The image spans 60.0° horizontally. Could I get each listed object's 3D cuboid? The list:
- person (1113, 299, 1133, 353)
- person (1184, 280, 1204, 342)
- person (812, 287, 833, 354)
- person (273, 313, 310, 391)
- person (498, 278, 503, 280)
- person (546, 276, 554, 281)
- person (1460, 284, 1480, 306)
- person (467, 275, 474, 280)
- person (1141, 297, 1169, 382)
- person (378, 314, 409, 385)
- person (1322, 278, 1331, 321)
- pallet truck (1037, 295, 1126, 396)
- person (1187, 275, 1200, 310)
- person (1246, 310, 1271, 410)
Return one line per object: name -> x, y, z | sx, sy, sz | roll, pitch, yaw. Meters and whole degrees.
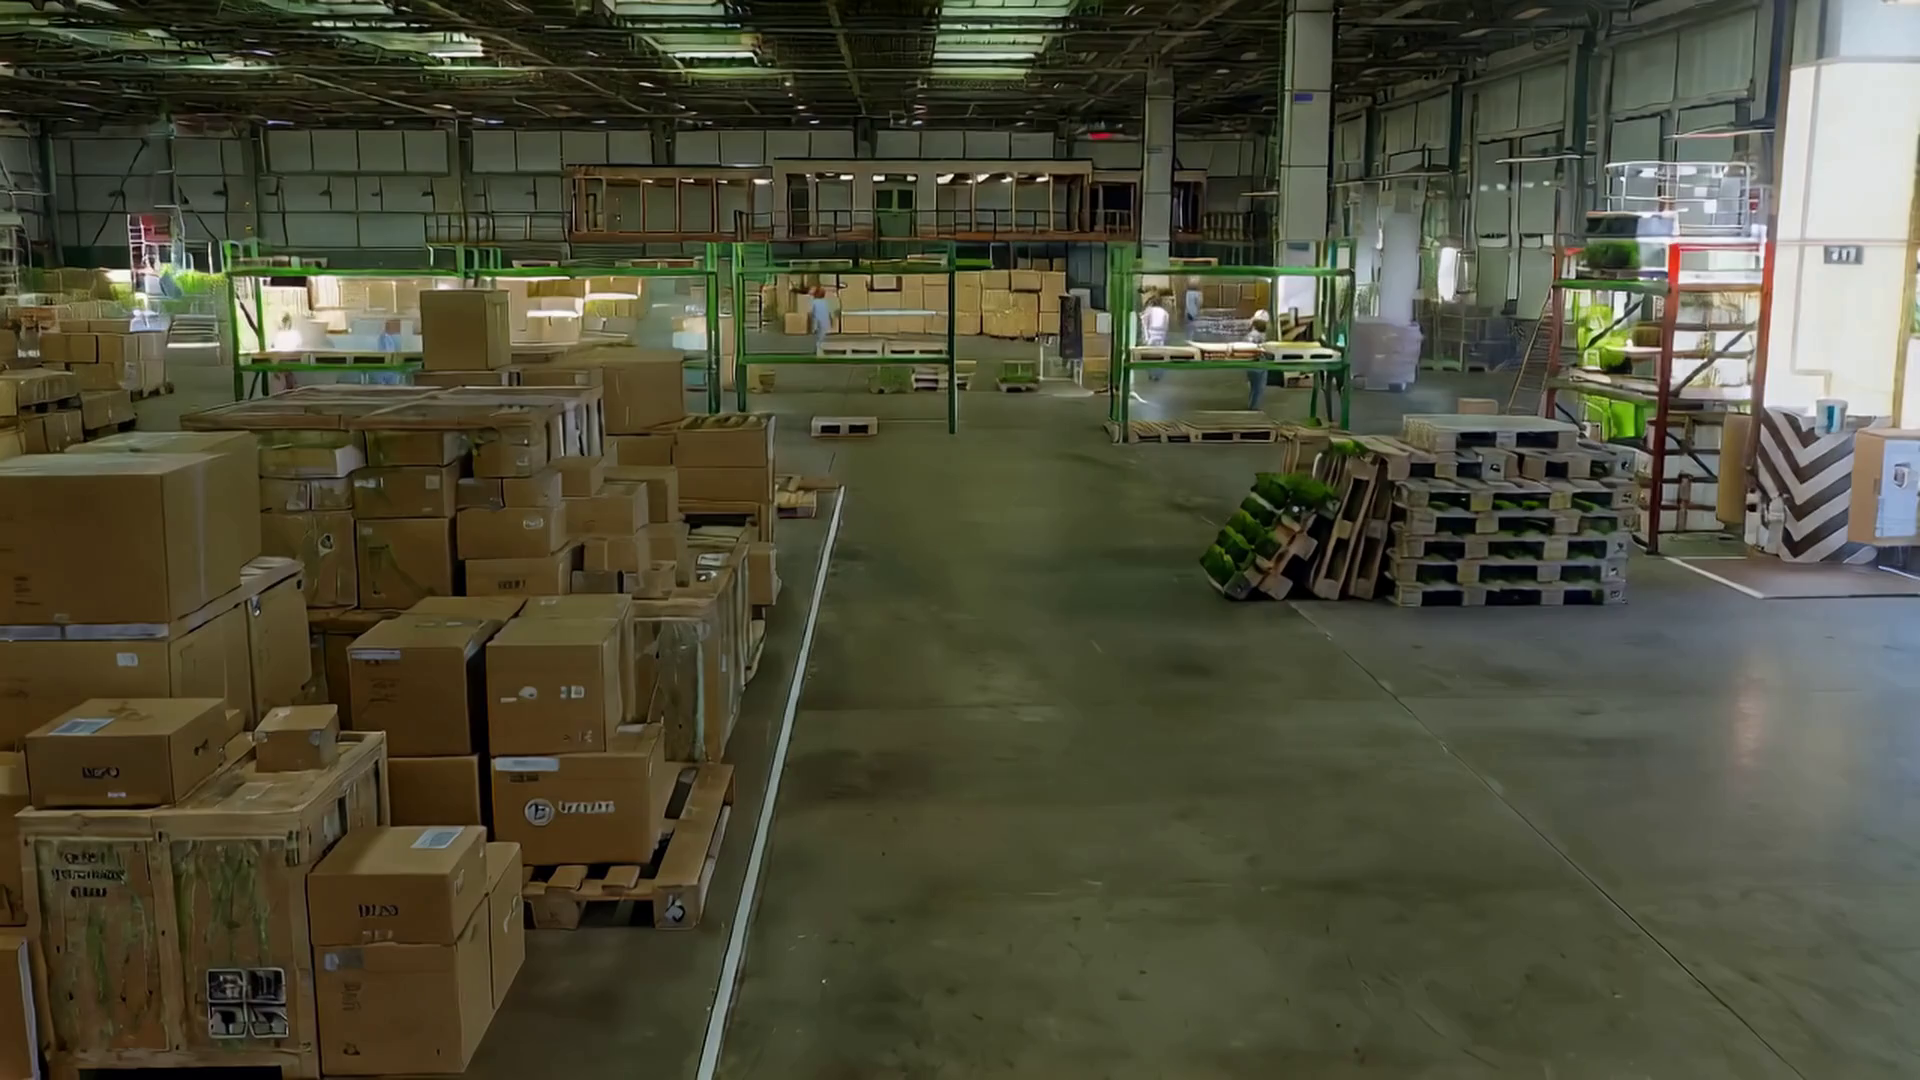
person -> 3.391, -4.143, 34.695 | 0.376, 1.936, 0.627 | 9, 13, 40
person -> 6.965, -6.735, 49.203 | 0.807, 1.905, 0.548 | -8, 13, -38
person -> -3.730, -5.875, 44.634 | 0.519, 1.841, 0.887 | -7, 12, -35
person -> -11.511, -2.997, 28.635 | 0.545, 1.816, 0.971 | -7, 12, -32
person -> -16.199, -8.345, 58.626 | 0.528, 1.755, 0.471 | 1, 10, 4
person -> -13.727, -7.981, 56.139 | 0.616, 1.921, 0.996 | 7, 12, 34
person -> 14.104, -6.145, 46.060 | 0.594, 1.870, 1.006 | 8, 13, 36
person -> -20.312, -10.216, 68.774 | 0.506, 1.847, 0.345 | -2, 10, -11
person -> 4.211, -4.348, 36.103 | 0.634, 1.839, 0.429 | -5, 11, -24
person -> -9.074, -2.701, 26.834 | 0.450, 1.870, 0.588 | 4, 11, 22
person -> 12.802, -8.228, 57.810 | 0.900, 1.803, 0.655 | 8, 13, 37
pallet truck -> 2.483, -3.881, 33.060 | 1.885, 1.965, 0.823 | -7, 13, -36
person -> 9.913, -10.610, 70.788 | 0.652, 1.916, 0.999 | -6, 12, -32
person -> 4.868, -2.792, 27.229 | 0.388, 1.919, 0.587 | 1, 10, 8
